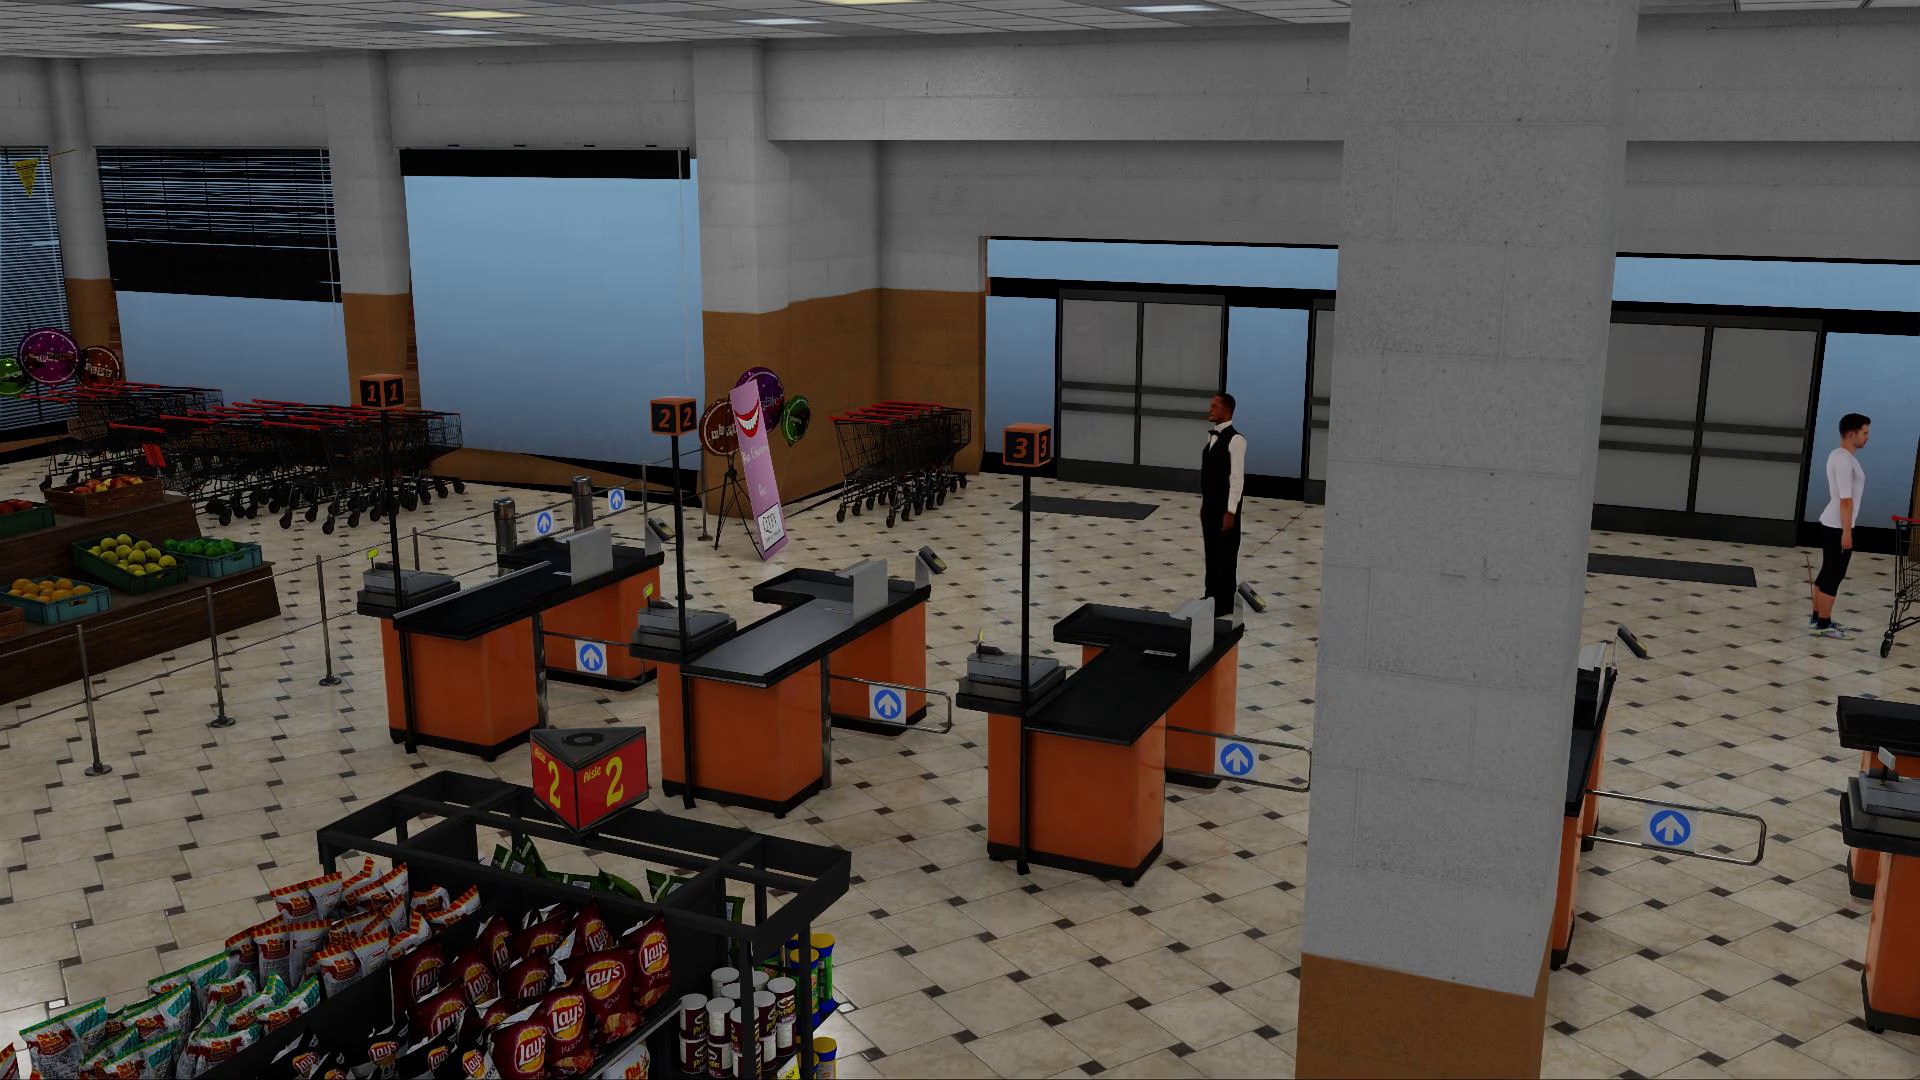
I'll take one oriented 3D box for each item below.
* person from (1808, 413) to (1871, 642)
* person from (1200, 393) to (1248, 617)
[{"bbox_3d":[7.238,-0.131,13.705,0.748,1.854,0.528,5,14,19],"label":"person"},{"bbox_3d":[2.257,-0.317,14.334,0.827,1.919,0.769,-5,15,-20],"label":"person"}]
